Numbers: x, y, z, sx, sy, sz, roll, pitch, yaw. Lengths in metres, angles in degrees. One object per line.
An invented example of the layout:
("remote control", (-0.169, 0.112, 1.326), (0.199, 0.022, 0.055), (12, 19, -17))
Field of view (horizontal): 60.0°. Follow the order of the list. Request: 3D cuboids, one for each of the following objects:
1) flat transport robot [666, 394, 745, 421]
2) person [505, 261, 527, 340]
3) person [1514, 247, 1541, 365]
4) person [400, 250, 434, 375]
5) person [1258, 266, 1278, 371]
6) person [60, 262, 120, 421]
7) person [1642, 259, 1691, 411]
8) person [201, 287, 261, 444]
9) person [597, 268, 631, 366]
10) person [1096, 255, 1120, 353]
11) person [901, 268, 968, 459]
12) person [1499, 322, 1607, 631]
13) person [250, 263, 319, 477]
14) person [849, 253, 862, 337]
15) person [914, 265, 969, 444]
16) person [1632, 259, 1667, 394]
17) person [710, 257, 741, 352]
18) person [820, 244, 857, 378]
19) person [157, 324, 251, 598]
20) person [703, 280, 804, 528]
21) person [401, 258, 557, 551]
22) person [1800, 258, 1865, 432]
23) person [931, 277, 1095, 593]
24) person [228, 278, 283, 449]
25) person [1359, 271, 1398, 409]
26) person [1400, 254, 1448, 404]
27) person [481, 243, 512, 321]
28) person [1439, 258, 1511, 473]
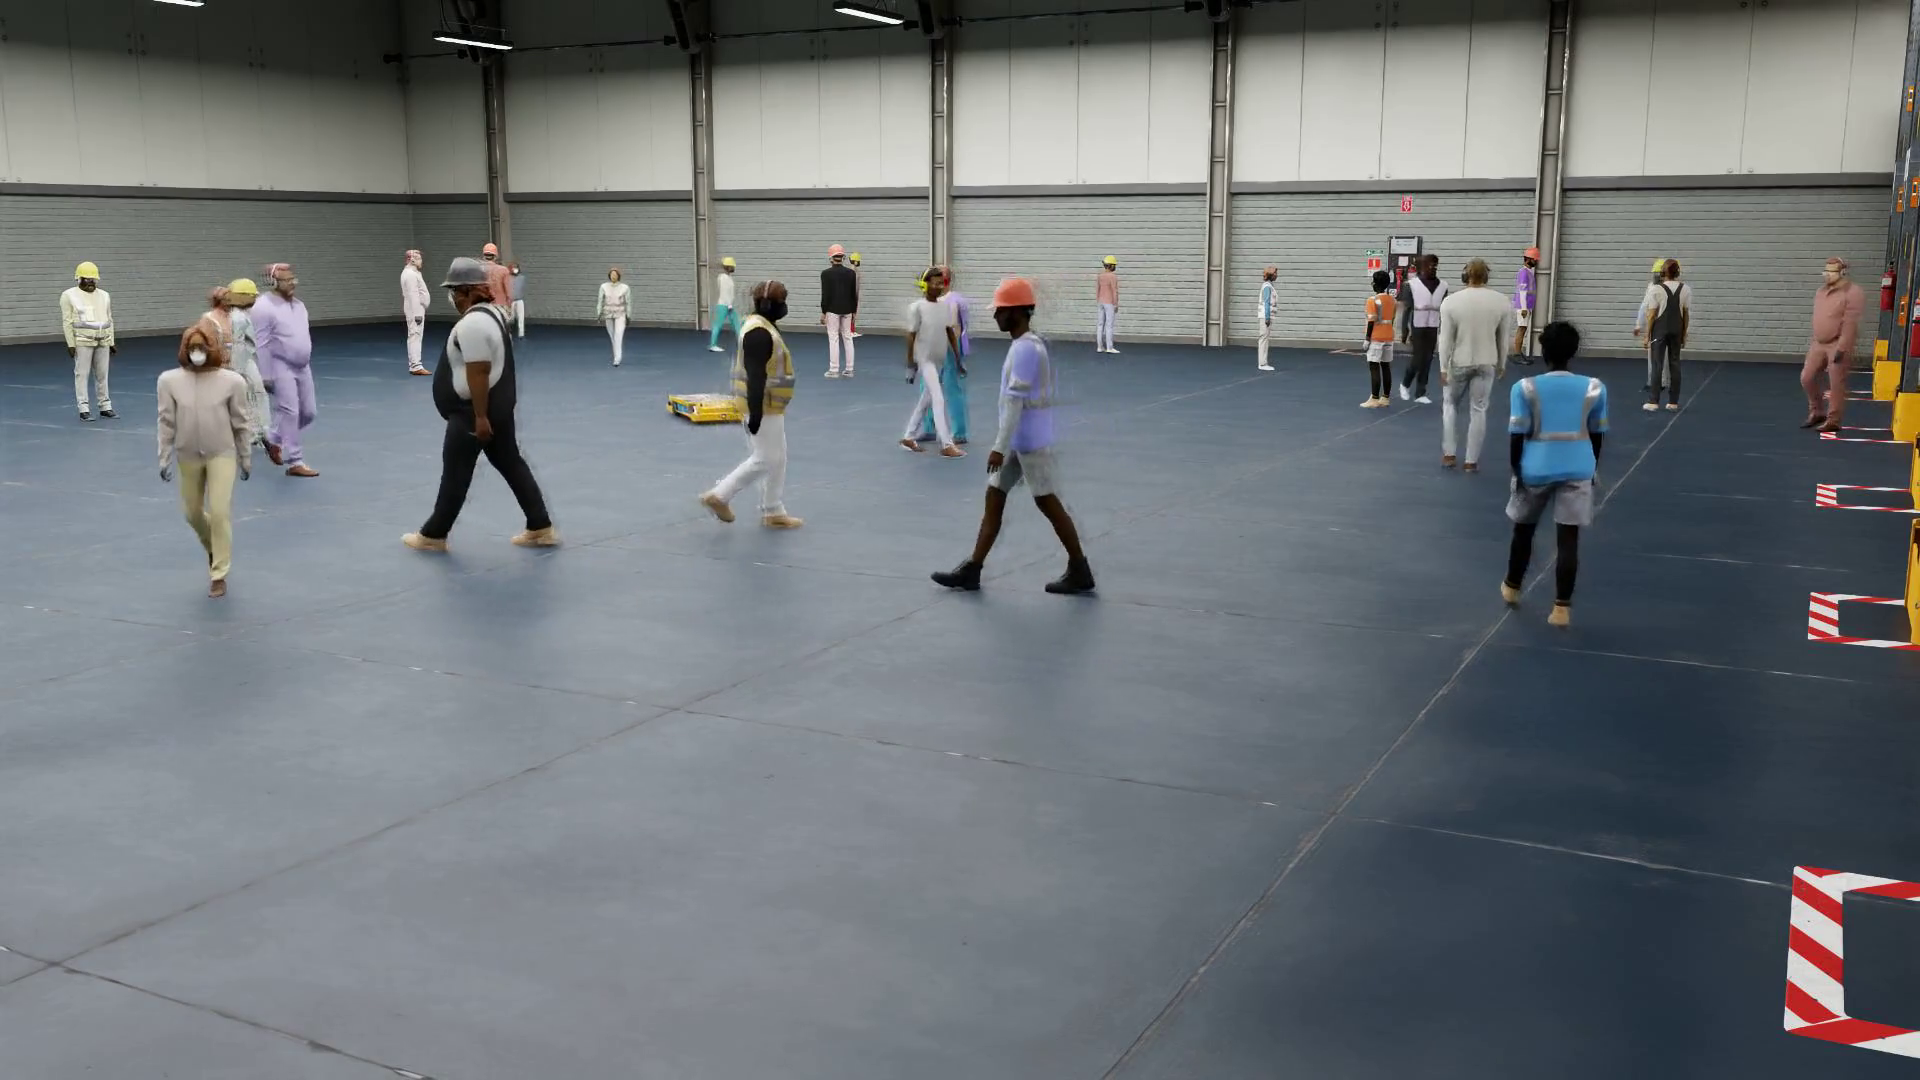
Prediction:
("flat transport robot", (-2.964, -1.570, 19.521), (0.652, 0.197, 1.431), (-4, 11, -23))
("person", (-9.146, -4.894, 34.019), (0.507, 1.605, 0.750), (-9, 14, -42))
("person", (9.346, -3.848, 27.424), (0.370, 1.928, 0.543), (4, 11, 23))
("person", (-8.309, -3.473, 25.438), (0.410, 1.909, 0.643), (-5, 11, -23))
("person", (4.868, -3.504, 26.328), (0.315, 1.641, 0.515), (2, 11, 13))
("person", (-10.026, -2.289, 19.200), (0.404, 1.828, 0.587), (6, 12, 30))
("person", (8.578, -2.484, 20.211), (0.504, 1.847, 0.345), (0, 10, 0))
("person", (-7.432, -1.762, 16.936), (0.730, 1.603, 0.530), (6, 12, 31))
("person", (-5.680, -3.677, 27.383), (0.519, 1.596, 0.850), (1, 10, 4))
("person", (2.684, -4.261, 30.127), (0.329, 1.764, 0.524), (-7, 13, -34))
("person", (-0.264, -1.723, 16.152), (0.961, 1.826, 0.515), (9, 14, 40))
("person", (3.278, -0.373, 9.216), (0.548, 1.656, 0.853), (2, 11, 8))
("person", (-6.010, -1.504, 14.753), (0.616, 1.889, 0.649), (3, 11, 18))
("person", (-2.215, -5.150, 34.992), (0.332, 1.761, 0.523), (1, 10, 7))
("person", (-0.241, -1.861, 16.894), (0.708, 1.822, 0.568), (-4, 11, -21))
("person", (9.354, -2.867, 22.416), (0.709, 1.808, 0.607), (-3, 11, -16))
("person", (-4.198, -4.300, 30.438), (0.895, 1.713, 0.549), (1, 10, 8))
("person", (-1.840, -3.442, 25.028), (0.623, 1.992, 0.396), (-7, 13, -35))
("person", (-4.524, -0.499, 10.011), (0.506, 1.614, 0.678), (-2, 11, -11))
("person", (-1.486, -0.955, 11.942), (0.624, 1.818, 0.661), (0, 10, -3))
("person", (-3.255, -0.939, 11.250), (1.020, 2.000, 0.705), (0, 10, 1))
("person", (9.422, -2.099, 18.001), (0.440, 1.888, 0.643), (-4, 11, -21))
("person", (0.355, -0.602, 9.847), (0.992, 1.884, 0.563), (0, 10, -3))
("person", (-7.205, -1.745, 16.578), (0.780, 1.718, 0.487), (-4, 11, -22))
("person", (5.165, -2.464, 20.511), (0.532, 1.696, 0.319), (-9, 14, -41))
("person", (5.907, -2.676, 21.128), (0.595, 1.899, 0.460), (-3, 11, -16))
("person", (-7.565, -3.796, 26.956), (0.609, 1.995, 0.376), (-2, 11, -10))
("person", (4.622, -1.576, 15.058), (0.642, 1.921, 0.618), (1, 10, 7))
